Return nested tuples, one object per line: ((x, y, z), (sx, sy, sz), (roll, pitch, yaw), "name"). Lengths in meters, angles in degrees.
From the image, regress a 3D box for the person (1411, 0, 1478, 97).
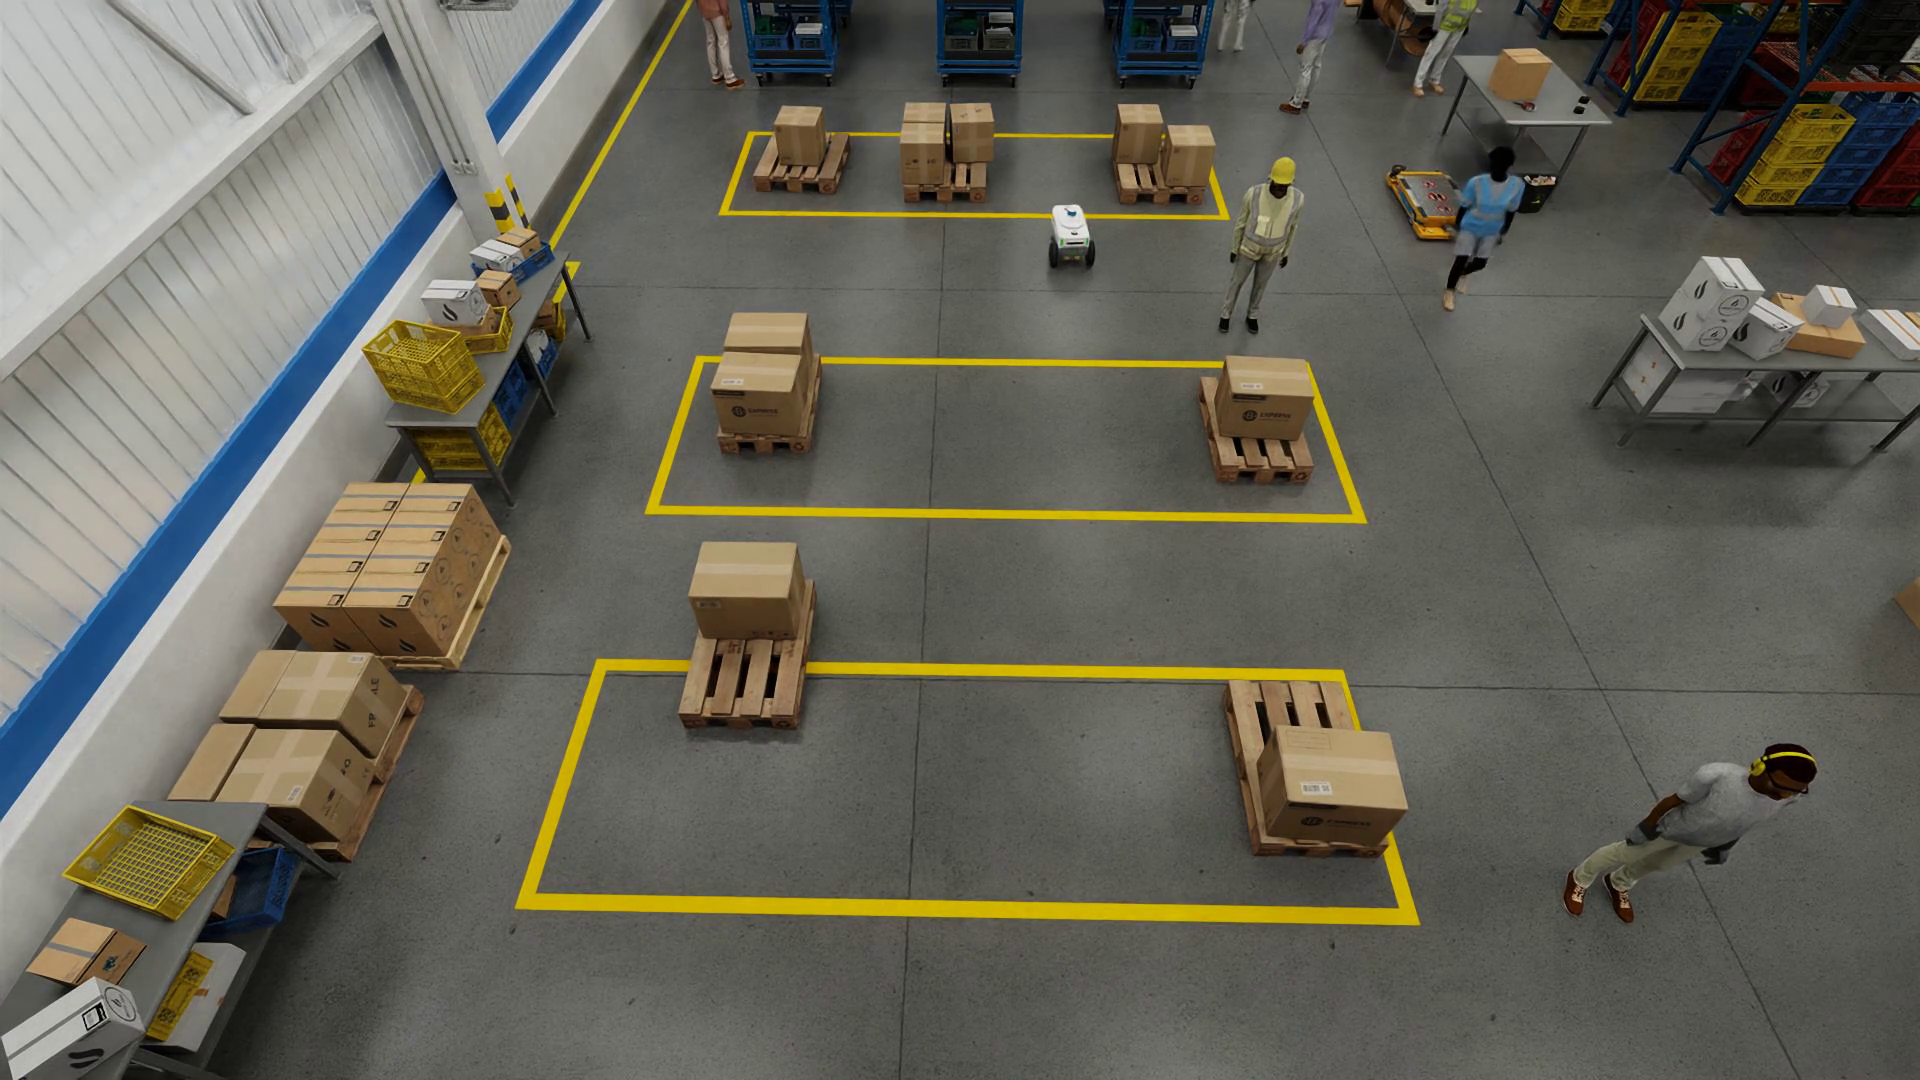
((6.779, -7.103, 12.632), (0.633, 1.841, 0.429), (-15, 51, -13), "person")

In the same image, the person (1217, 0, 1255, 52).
((4.192, -8.191, 13.722), (0.529, 1.636, 0.350), (25, 54, 20), "person")

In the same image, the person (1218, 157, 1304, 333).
((2.941, -2.847, 8.952), (0.586, 1.835, 0.403), (4, 49, 3), "person")

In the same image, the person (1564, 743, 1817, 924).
((4.008, 1.636, 5.051), (0.519, 1.868, 0.328), (8, 50, 7), "person")

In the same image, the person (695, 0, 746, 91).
((-3.412, -7.365, 12.760), (0.621, 1.989, 0.398), (31, 56, 24), "person")

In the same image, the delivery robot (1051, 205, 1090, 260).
((1.237, -3.495, 10.294), (0.477, 0.478, 0.707), (-3, 49, -3), "delivery robot")

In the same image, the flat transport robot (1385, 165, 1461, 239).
((5.692, -4.094, 11.059), (0.652, 0.197, 1.431), (1, 49, 1), "flat transport robot")

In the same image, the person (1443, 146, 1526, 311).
((5.279, -3.151, 9.327), (0.554, 1.657, 0.445), (12, 50, 10), "person")

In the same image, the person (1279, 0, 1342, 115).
((4.744, -6.733, 12.248), (0.372, 1.940, 0.631), (37, 58, 27), "person")
